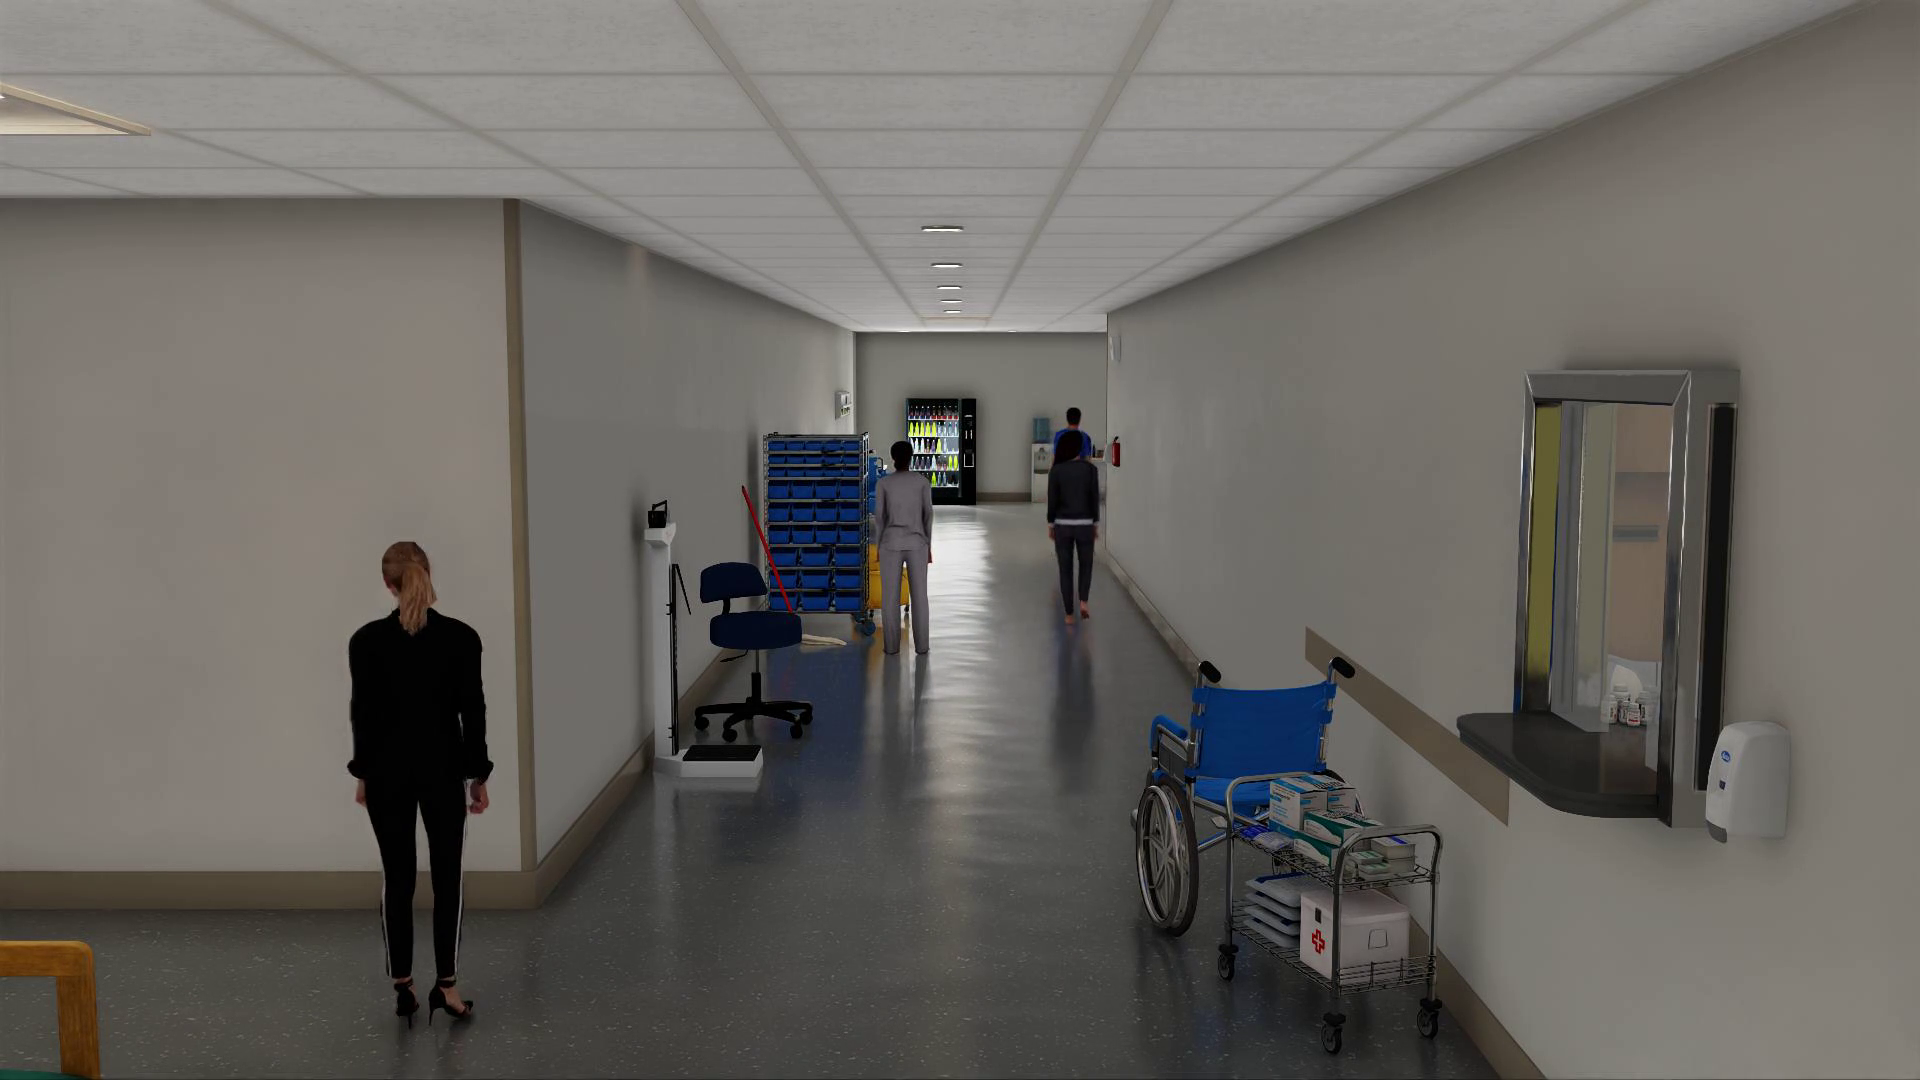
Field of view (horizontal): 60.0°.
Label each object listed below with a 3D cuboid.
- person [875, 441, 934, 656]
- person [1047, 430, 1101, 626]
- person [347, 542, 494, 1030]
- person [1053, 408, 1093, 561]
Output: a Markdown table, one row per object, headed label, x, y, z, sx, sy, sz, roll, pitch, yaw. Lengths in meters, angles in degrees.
| label | x | y | z | sx | sy | sz | roll | pitch | yaw |
| --- | --- | --- | --- | --- | --- | --- | --- | --- | --- |
| person | -0.453 | 0.054 | 13.517 | 0.497 | 1.736 | 0.696 | 0 | 6 | -4 |
| person | 1.040 | -0.108 | 14.994 | 0.545 | 1.764 | 0.687 | 0 | 6 | -1 |
| person | -1.889 | 0.851 | 5.770 | 0.521 | 1.701 | 0.736 | 0 | 6 | -4 |
| person | 1.317 | -0.659 | 20.064 | 0.779 | 1.844 | 0.793 | 1 | 6 | 12 |
